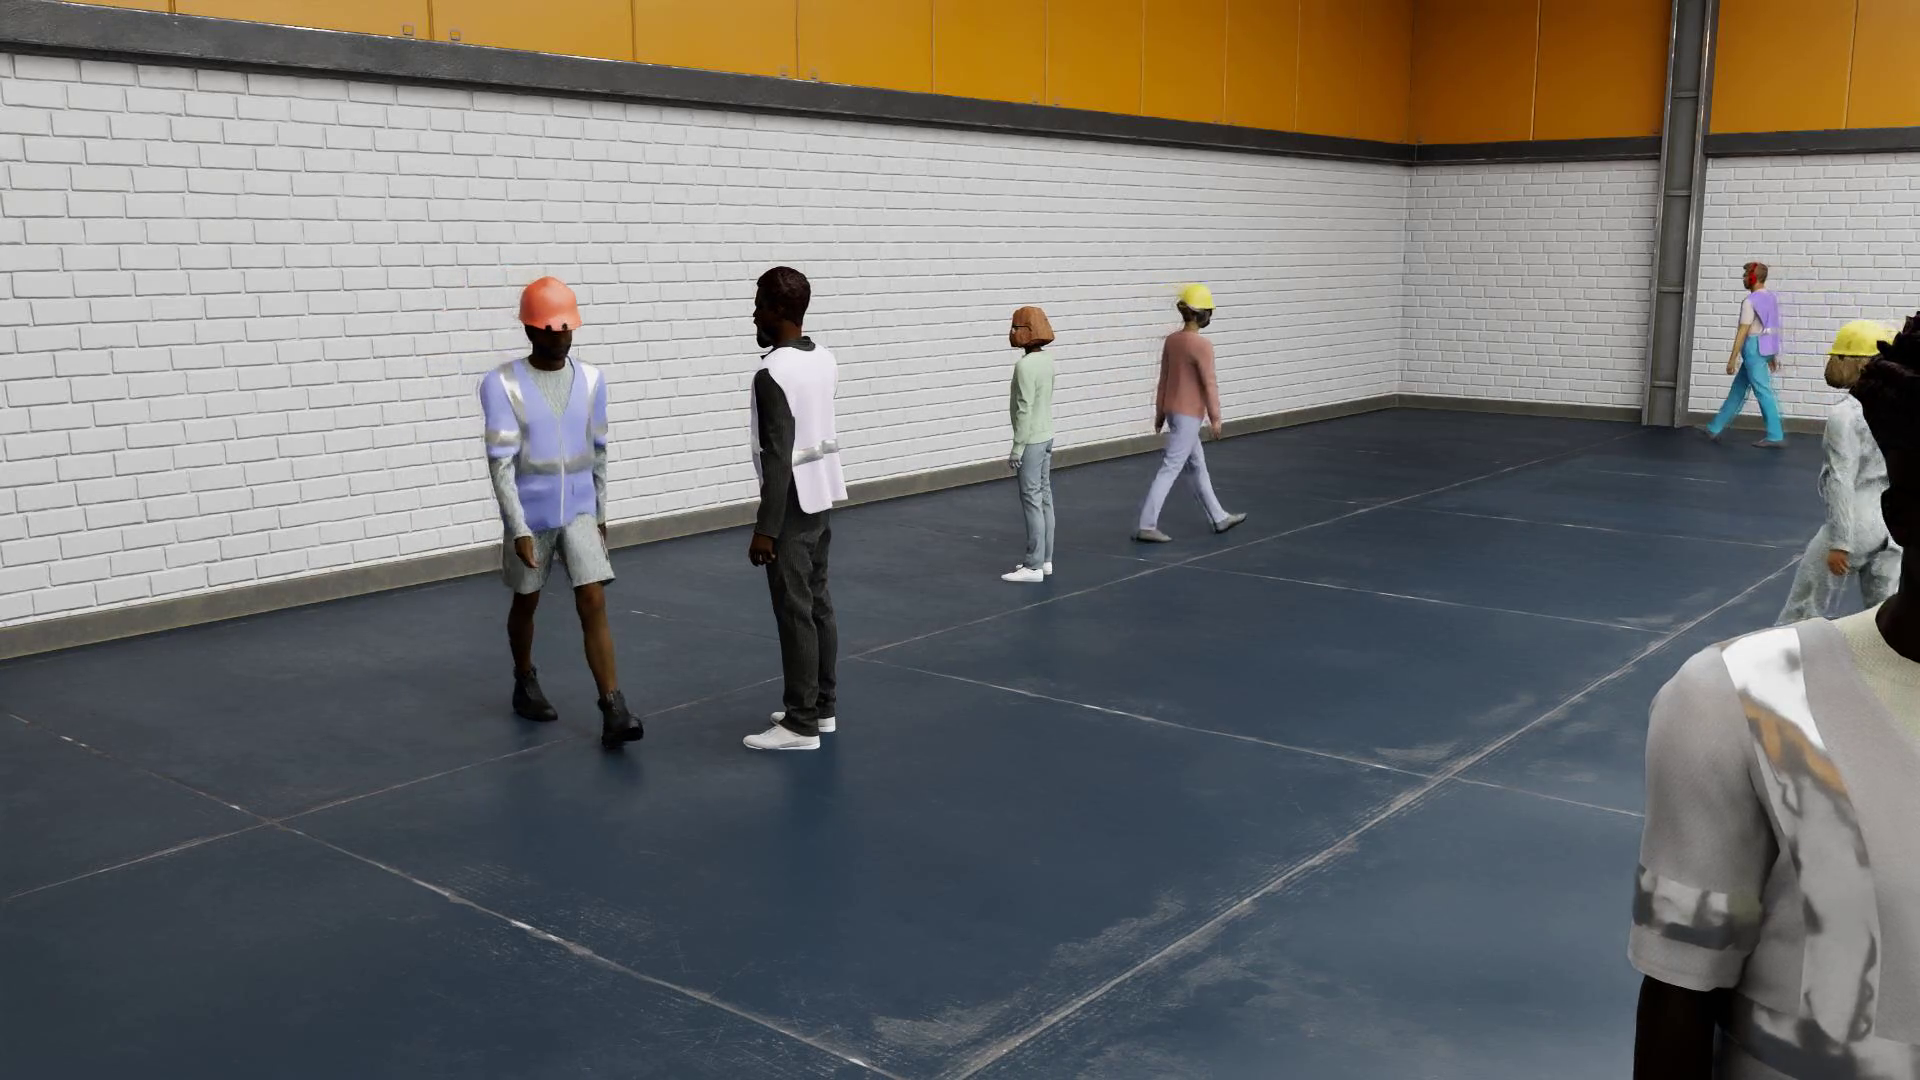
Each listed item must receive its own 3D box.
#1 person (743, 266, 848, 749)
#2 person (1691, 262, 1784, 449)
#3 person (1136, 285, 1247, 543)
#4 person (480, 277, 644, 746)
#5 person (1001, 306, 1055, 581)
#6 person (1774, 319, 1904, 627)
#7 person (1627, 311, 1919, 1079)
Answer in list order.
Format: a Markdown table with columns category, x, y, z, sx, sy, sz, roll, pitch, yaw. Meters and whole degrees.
| category | x | y | z | sx | sy | sz | roll | pitch | yaw |
| --- | --- | --- | --- | --- | --- | --- | --- | --- | --- |
| person | -0.658 | -0.118 | 6.624 | 0.392 | 1.920 | 0.587 | 3 | 11 | 15 |
| person | 7.701 | -1.812 | 16.330 | 0.969 | 1.792 | 0.596 | 10 | 14 | 43 |
| person | 1.568 | -0.841 | 11.160 | 0.926 | 1.714 | 0.545 | -4 | 11 | -22 |
| person | -1.640 | -0.110 | 6.706 | 0.568 | 1.872 | 1.052 | -7 | 12 | -34 |
| person | 0.419 | -0.568 | 9.908 | 0.285 | 1.633 | 0.497 | 4 | 11 | 20 |
| person | 3.592 | -0.046 | 6.819 | 0.501 | 1.691 | 0.893 | -6 | 12 | -31 |
| person | 1.022 | 0.725 | 1.819 | 0.607 | 1.965 | 0.366 | -1 | 10 | -4 |
